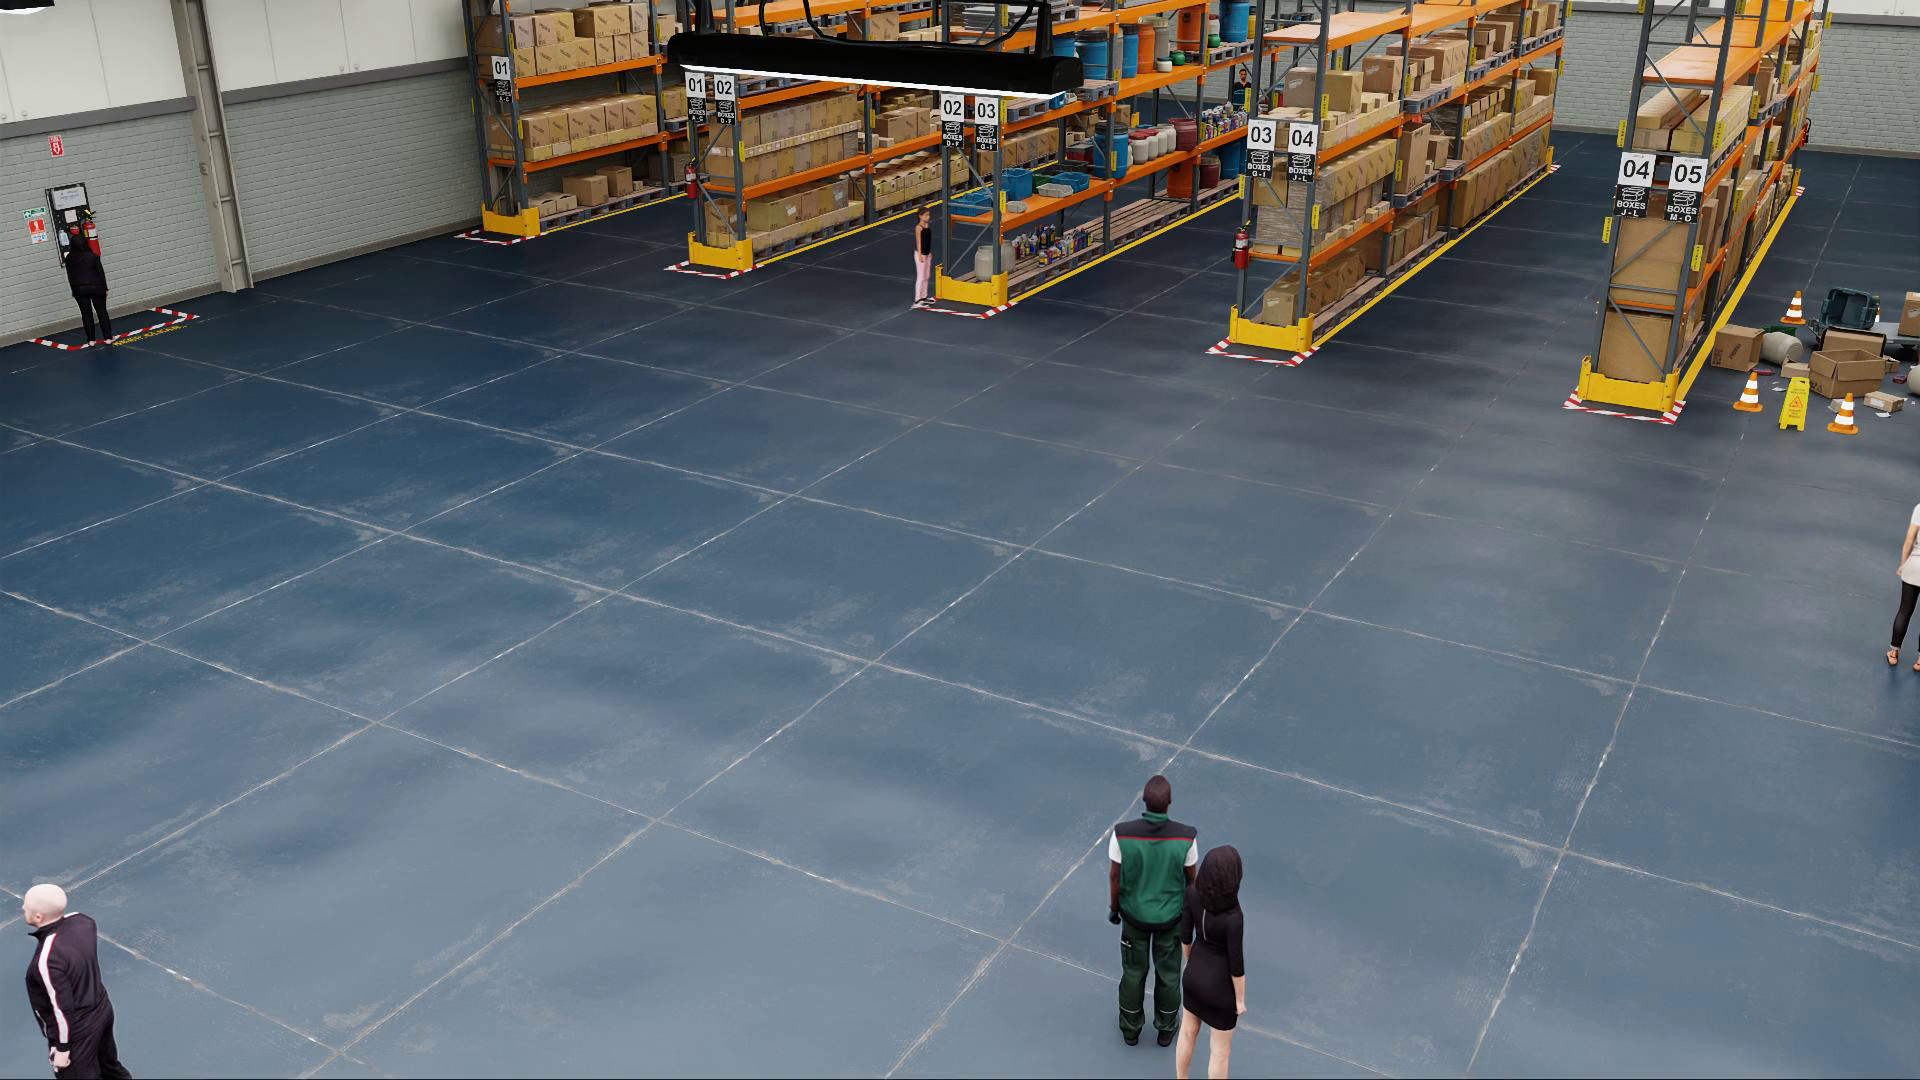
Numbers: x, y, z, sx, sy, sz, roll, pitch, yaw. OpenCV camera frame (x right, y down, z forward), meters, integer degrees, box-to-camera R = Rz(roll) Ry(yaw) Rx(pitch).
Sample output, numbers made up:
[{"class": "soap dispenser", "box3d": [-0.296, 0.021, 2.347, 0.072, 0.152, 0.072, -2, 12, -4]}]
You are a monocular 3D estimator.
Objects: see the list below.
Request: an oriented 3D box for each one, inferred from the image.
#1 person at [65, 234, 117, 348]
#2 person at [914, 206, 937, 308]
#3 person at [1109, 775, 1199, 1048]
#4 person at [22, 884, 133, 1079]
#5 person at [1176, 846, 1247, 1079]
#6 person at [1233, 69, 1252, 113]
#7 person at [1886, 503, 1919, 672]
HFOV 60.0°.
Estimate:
[{"class": "person", "box3d": [-12.495, -3.586, 23.860, 0.746, 1.617, 0.820, -9, 25, -20]}, {"class": "person", "box3d": [-0.575, -4.429, 25.910, 0.584, 1.563, 0.468, 10, 25, 22]}, {"class": "person", "box3d": [1.150, 2.217, 9.929, 0.773, 1.840, 0.759, 2, 23, 5]}, {"class": "person", "box3d": [-4.727, 2.633, 8.955, 0.829, 1.836, 0.730, -2, 23, -6]}, {"class": "person", "box3d": [1.397, 2.502, 9.301, 0.609, 1.806, 0.648, -17, 28, -34]}, {"class": "person", "box3d": [6.540, -10.018, 38.676, 0.706, 1.859, 0.697, 1, 23, 2]}, {"class": "person", "box3d": [8.449, 0.271, 14.523, 0.659, 1.826, 0.610, 21, 31, 40]}]
